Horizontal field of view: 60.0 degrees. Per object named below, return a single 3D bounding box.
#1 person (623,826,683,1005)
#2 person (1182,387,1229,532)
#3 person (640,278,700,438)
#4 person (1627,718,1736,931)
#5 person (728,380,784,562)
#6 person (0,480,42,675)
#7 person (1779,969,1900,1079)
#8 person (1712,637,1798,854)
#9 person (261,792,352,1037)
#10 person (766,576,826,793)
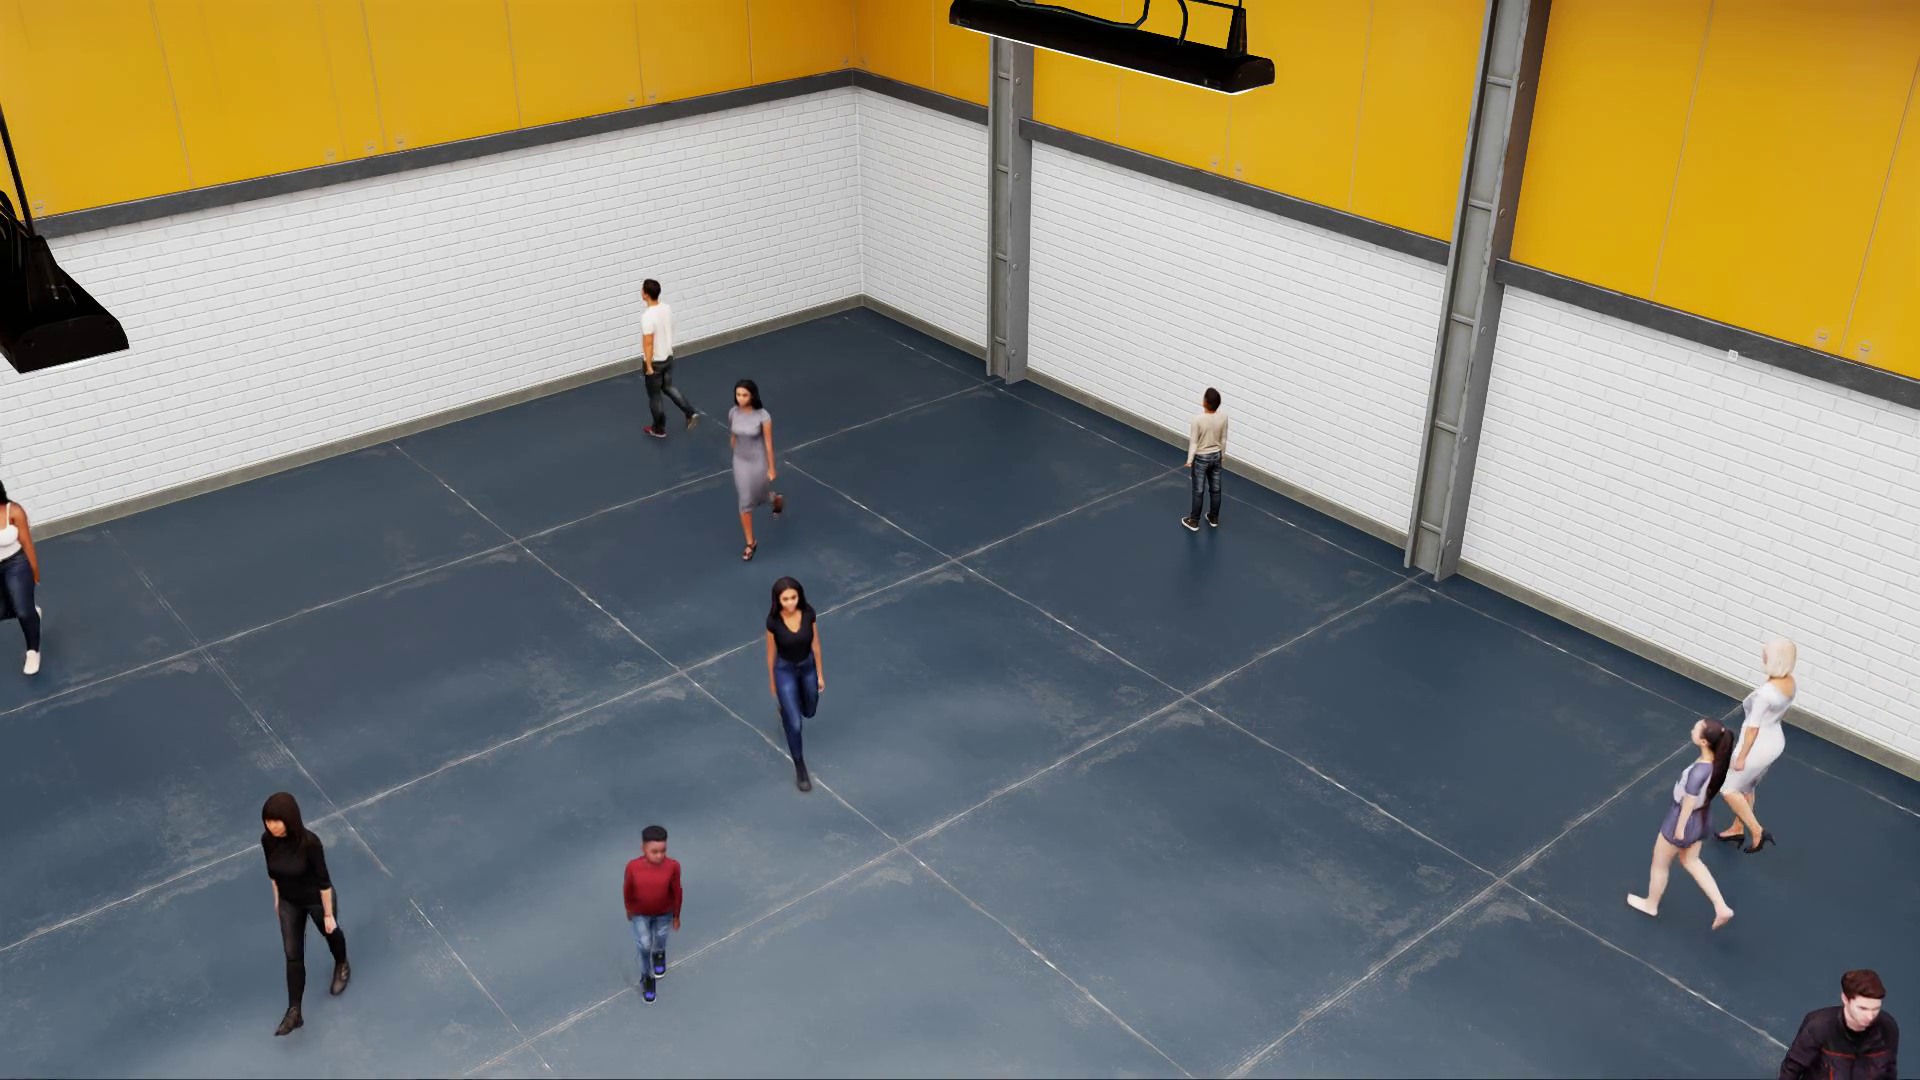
[{"bbox_3d":[-1.973,2.296,10.572,0.683,1.228,0.787,-2,29,-3],"label":"person"},{"bbox_3d":[2.375,-0.784,15.970,0.614,1.466,0.620,-9,30,-16],"label":"person"},{"bbox_3d":[-3.135,-1.917,17.702,1.012,1.796,0.863,13,31,22],"label":"person"},{"bbox_3d":[4.865,1.885,10.906,0.617,1.630,0.876,-21,35,-33],"label":"person"},{"bbox_3d":[-1.896,-0.705,15.524,1.070,1.754,1.016,8,30,15],"label":"person"},{"bbox_3d":[-7.889,0.211,13.804,0.920,1.792,1.042,-4,29,-7],"label":"person"},{"bbox_3d":[4.507,2.937,8.718,1.175,1.879,1.355,-2,29,-4],"label":"person"},{"bbox_3d":[5.600,1.485,11.529,0.584,1.735,0.670,-21,35,-33],"label":"person"},{"bbox_3d":[-4.030,2.191,10.357,0.986,1.617,1.048,2,29,4],"label":"person"},{"bbox_3d":[-1.252,0.996,12.445,0.740,1.716,1.067,-12,31,-21],"label":"person"}]
